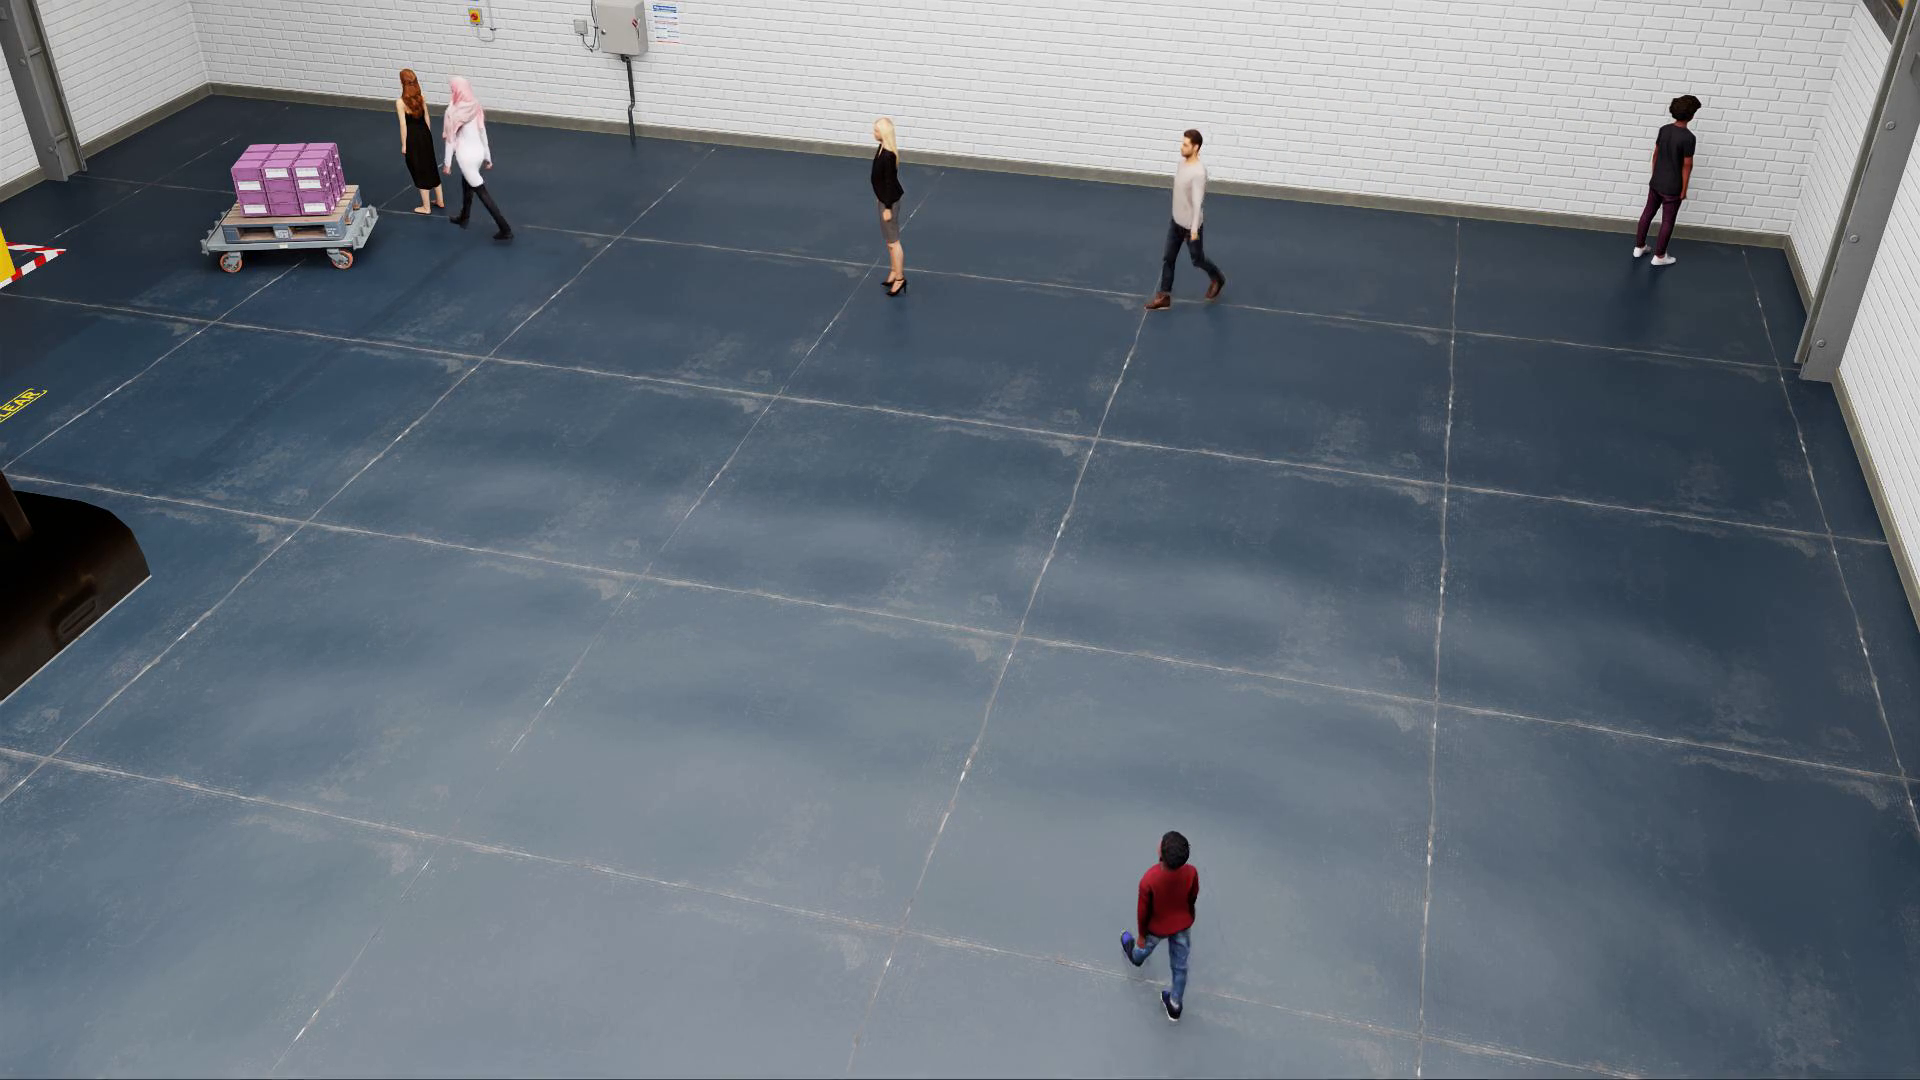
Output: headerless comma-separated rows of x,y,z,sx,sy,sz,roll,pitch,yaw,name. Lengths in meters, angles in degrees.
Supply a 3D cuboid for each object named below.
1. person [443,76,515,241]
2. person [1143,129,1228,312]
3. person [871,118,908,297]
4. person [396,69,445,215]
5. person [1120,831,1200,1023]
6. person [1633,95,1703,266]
-5.160,-4.015,17.771,0.908,1.753,1.192,18,37,24,person
2.319,-3.130,16.364,1.188,1.837,1.171,-16,37,-22,person
-0.705,-3.348,16.689,0.744,1.840,0.634,-7,34,-10,person
-6.038,-4.447,18.538,0.705,1.625,0.600,19,38,26,person
1.148,2.113,9.024,0.752,1.231,0.905,-8,34,-11,person
7.406,-3.775,17.382,0.779,1.784,0.717,-17,37,-24,person
